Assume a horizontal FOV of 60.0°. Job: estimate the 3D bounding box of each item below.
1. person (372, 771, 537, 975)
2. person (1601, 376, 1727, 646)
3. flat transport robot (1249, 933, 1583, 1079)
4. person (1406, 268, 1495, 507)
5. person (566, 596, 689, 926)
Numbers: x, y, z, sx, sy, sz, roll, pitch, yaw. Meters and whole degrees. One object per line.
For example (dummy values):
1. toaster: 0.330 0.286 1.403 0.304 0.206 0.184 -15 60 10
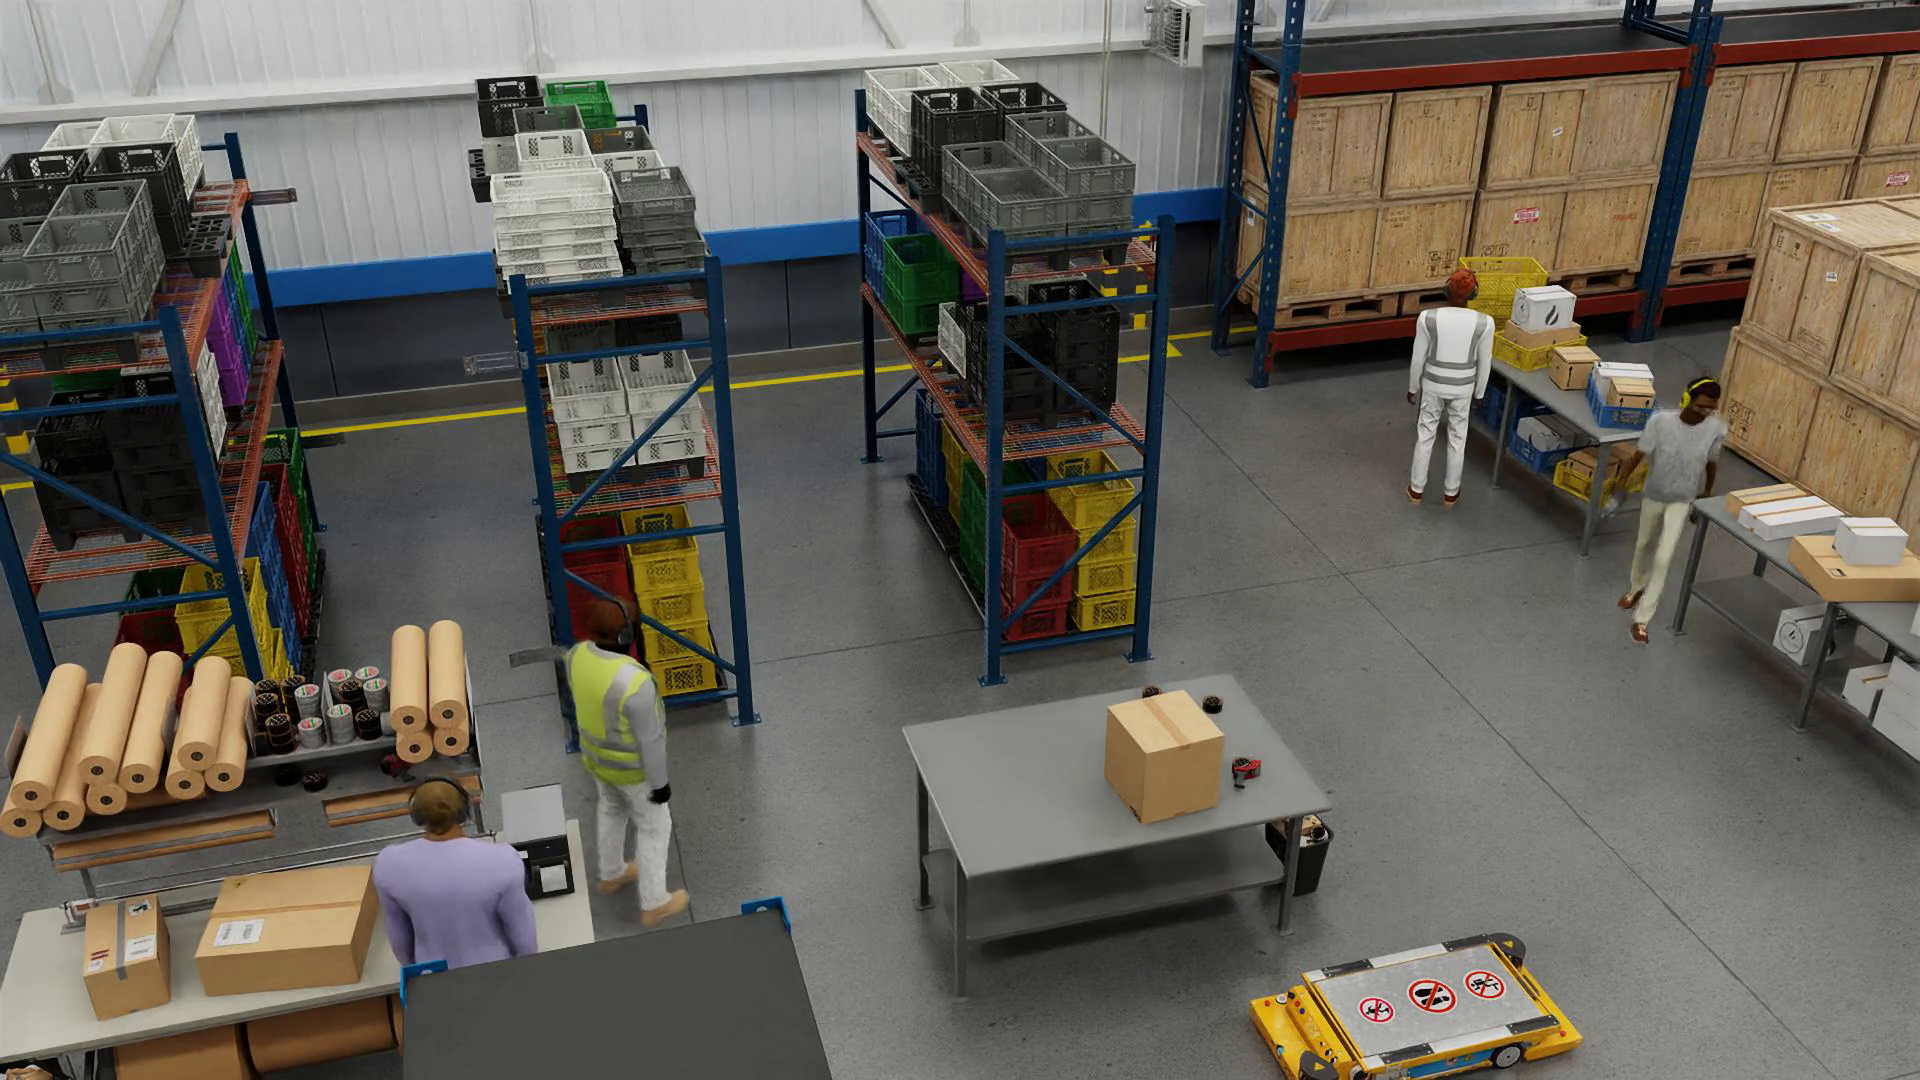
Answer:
1. person: -2.106 1.817 7.119 0.627 1.932 0.369 0 29 1
2. person: 4.574 -0.222 10.933 0.629 1.817 0.942 15 32 25
3. flat transport robot: 2.184 2.282 7.980 1.431 0.197 0.652 -8 30 -14
4. person: 3.676 -1.140 12.547 0.572 1.883 0.356 8 30 14
5. person: -1.711 1.115 8.514 0.430 1.820 0.656 -26 38 -38
